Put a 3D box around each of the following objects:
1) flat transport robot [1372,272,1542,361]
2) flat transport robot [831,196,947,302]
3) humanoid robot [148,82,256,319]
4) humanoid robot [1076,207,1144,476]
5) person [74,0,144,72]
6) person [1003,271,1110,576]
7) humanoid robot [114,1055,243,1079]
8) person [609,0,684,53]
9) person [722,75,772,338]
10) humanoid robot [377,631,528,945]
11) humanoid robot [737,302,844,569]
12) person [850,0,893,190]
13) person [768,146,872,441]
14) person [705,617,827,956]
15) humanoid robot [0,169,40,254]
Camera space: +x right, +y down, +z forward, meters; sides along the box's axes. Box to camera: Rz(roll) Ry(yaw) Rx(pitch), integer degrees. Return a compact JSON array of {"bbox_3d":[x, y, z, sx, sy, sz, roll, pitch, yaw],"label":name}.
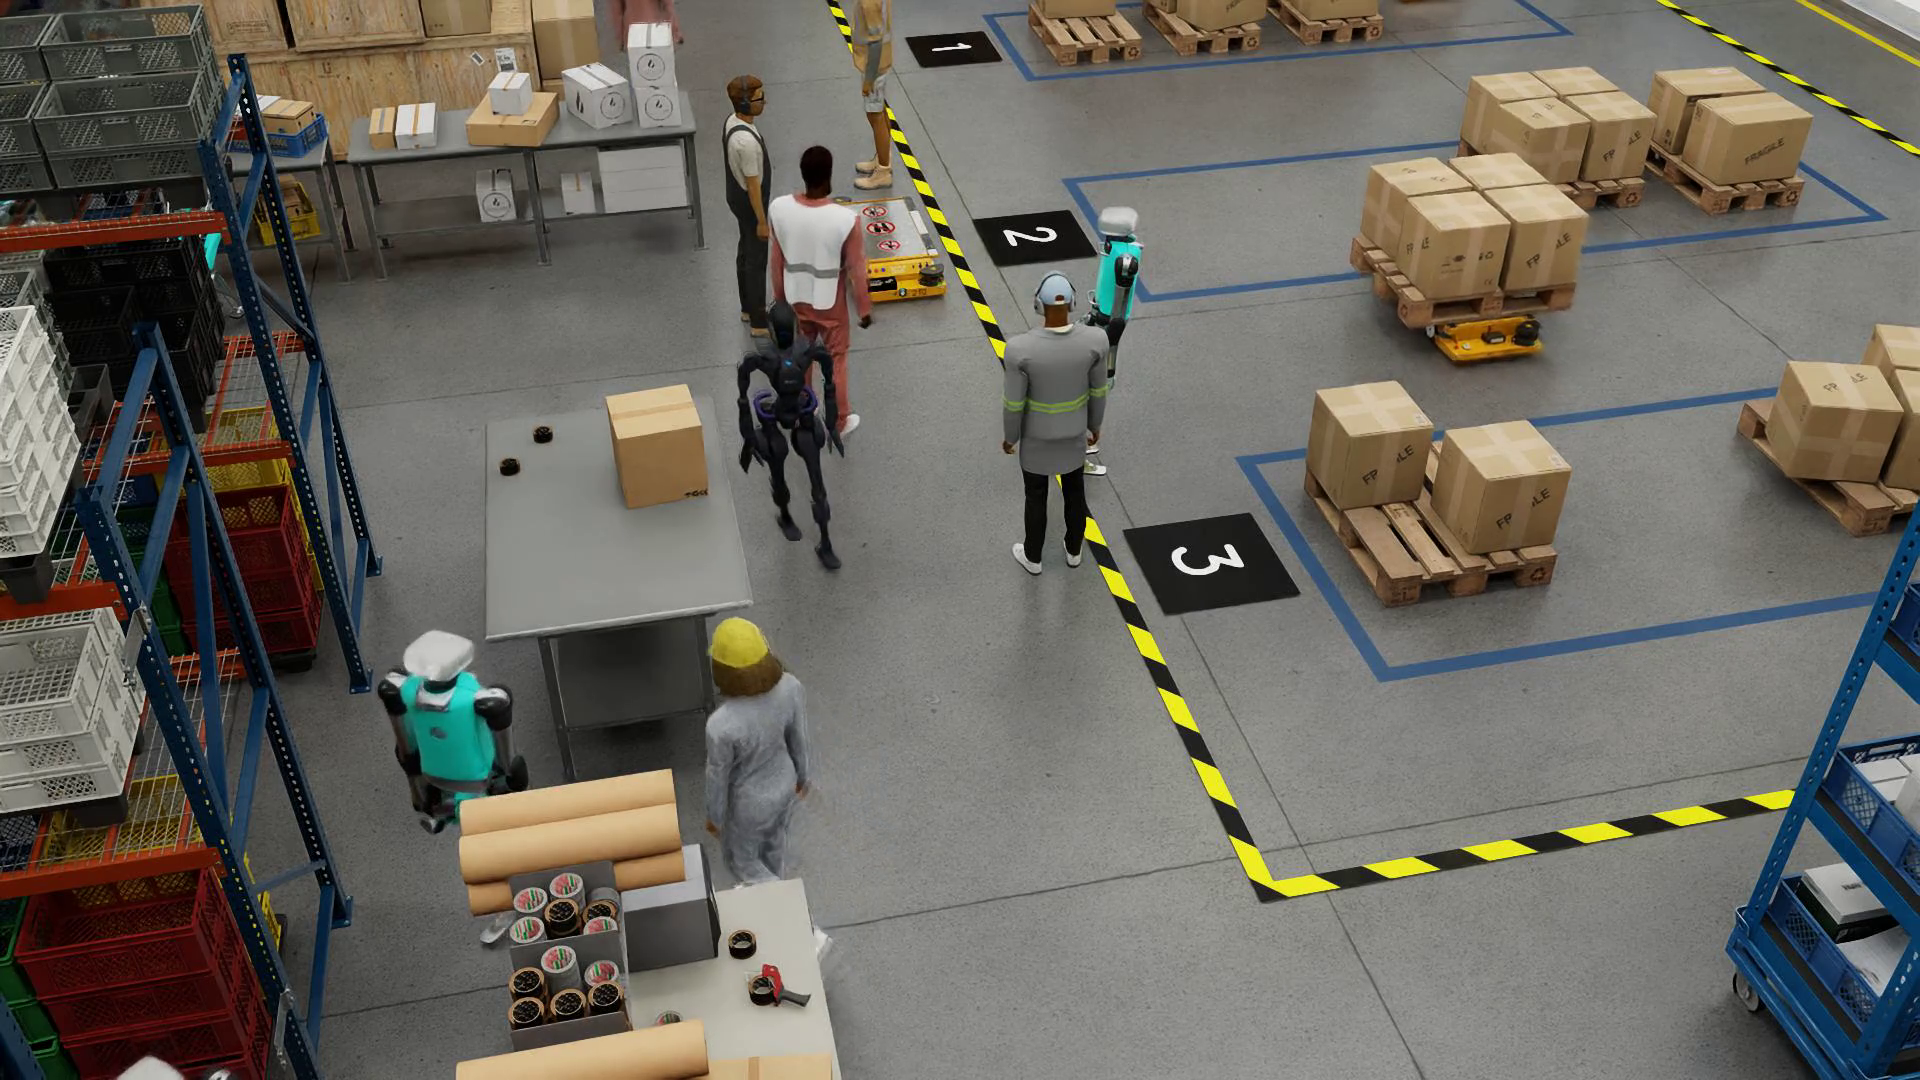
[{"bbox_3d":[3.515,-1.736,11.864,0.652,0.197,1.431,-8,37,-10],"label":"flat transport robot"},{"bbox_3d":[-0.570,-2.220,12.538,0.659,0.231,1.431,-8,37,-10],"label":"flat transport robot"},{"bbox_3d":[-5.201,-2.229,11.207,0.533,1.677,0.735,3,37,3],"label":"humanoid robot"},{"bbox_3d":[0.669,-1.157,9.766,0.735,1.677,0.533,-1,37,-2],"label":"humanoid robot"},{"bbox_3d":[-7.596,-4.865,14.637,0.609,2.015,0.923,6,37,8],"label":"person"},{"bbox_3d":[0.503,-0.627,9.072,0.587,1.849,0.389,-9,37,-11],"label":"person"},{"bbox_3d":[-2.553,2.261,5.362,0.761,1.895,0.539,16,40,20],"label":"humanoid robot"},{"bbox_3d":[-2.676,-4.234,14.020,0.583,1.719,0.731,9,38,11],"label":"person"},{"bbox_3d":[-1.394,-2.245,11.250,0.341,1.845,0.511,-12,38,-15],"label":"person"},{"bbox_3d":[-1.964,1.043,6.989,0.545,1.878,0.687,6,37,8],"label":"humanoid robot"},{"bbox_3d":[-0.932,-0.588,9.187,0.589,1.623,0.714,-11,38,-15],"label":"humanoid robot"},{"bbox_3d":[-0.724,-3.776,13.146,0.388,2.039,0.614,1,37,2],"label":"person"},{"bbox_3d":[-0.866,-1.469,10.158,0.612,1.909,0.386,14,39,18],"label":"person"},{"bbox_3d":[-0.785,1.070,6.892,0.617,1.717,0.501,26,44,30],"label":"person"},{"bbox_3d":[-6.024,-1.851,10.847,0.997,1.760,0.539,14,39,18],"label":"humanoid robot"}]
